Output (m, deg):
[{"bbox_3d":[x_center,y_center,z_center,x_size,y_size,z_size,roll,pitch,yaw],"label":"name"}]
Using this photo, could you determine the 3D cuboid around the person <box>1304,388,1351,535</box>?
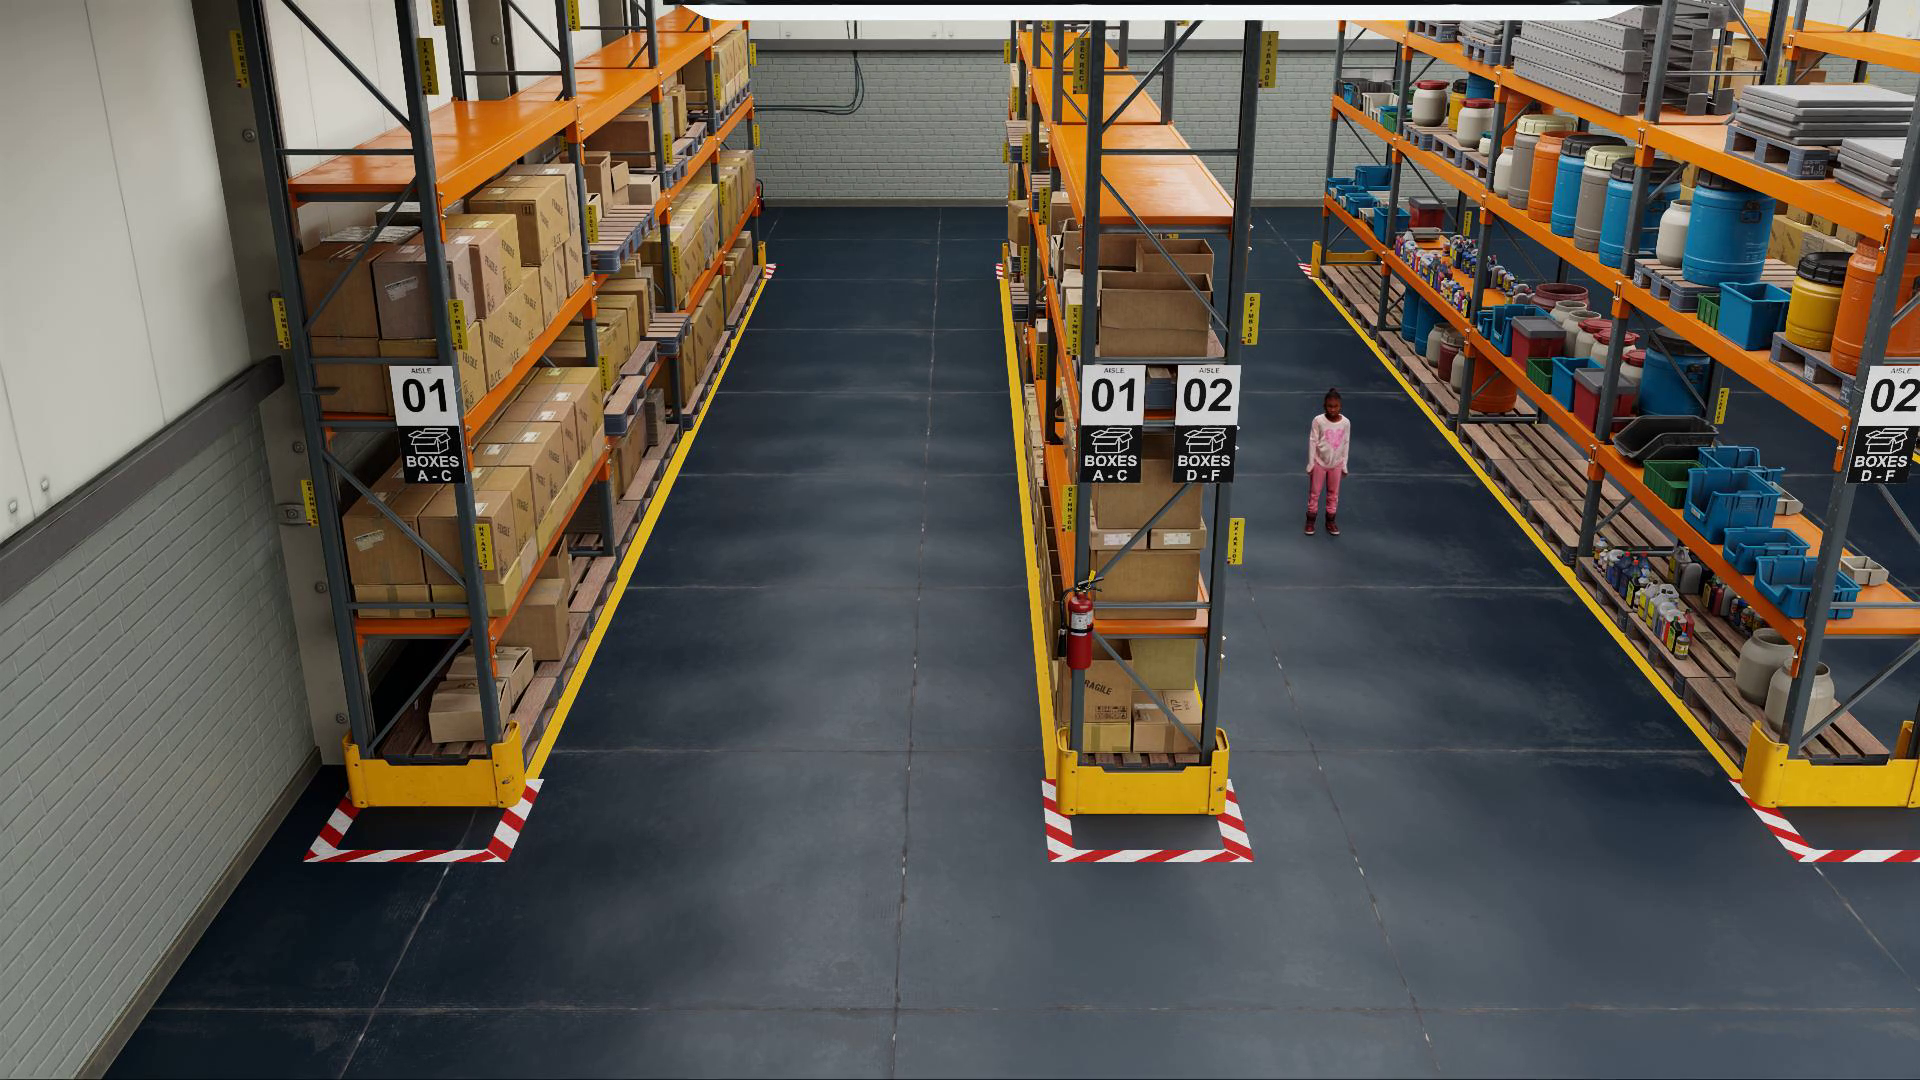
[{"bbox_3d":[3.571,-0.770,16.168,0.548,1.444,0.486,0,22,1],"label":"person"}]
